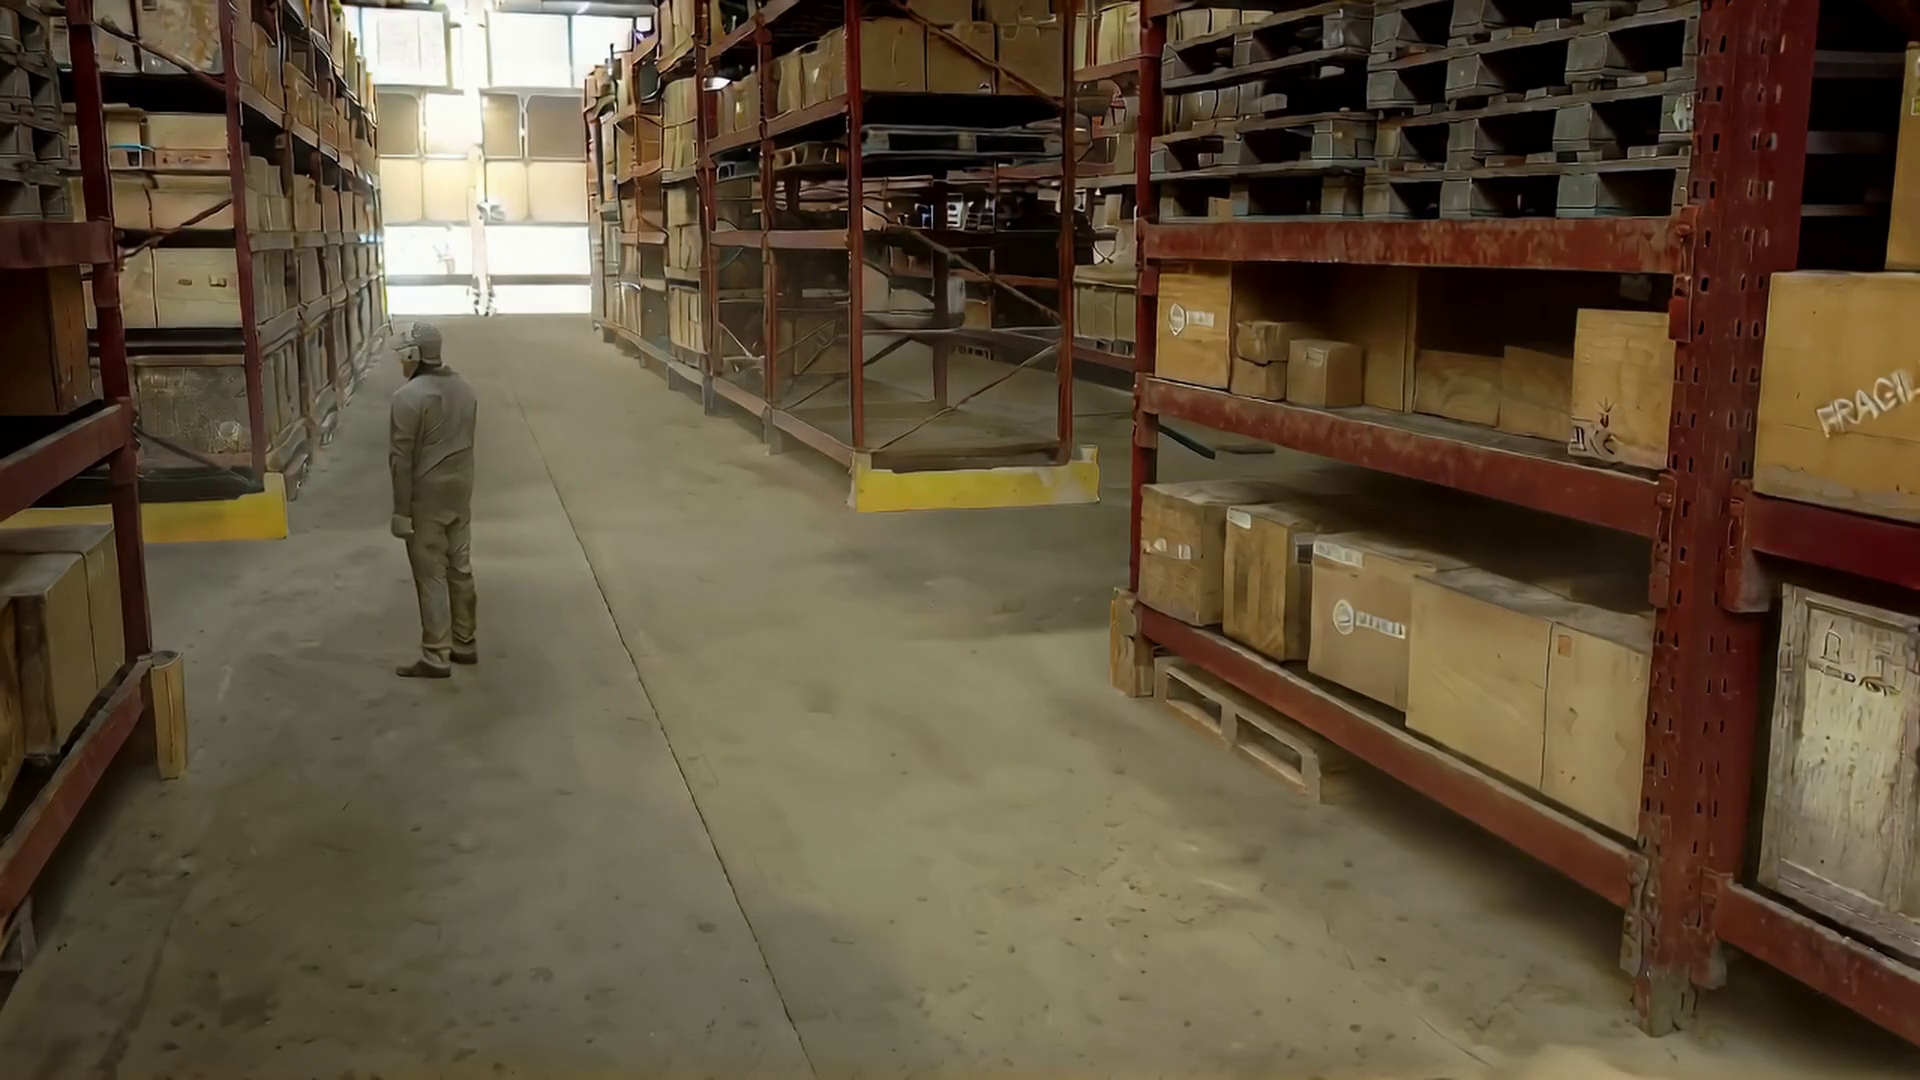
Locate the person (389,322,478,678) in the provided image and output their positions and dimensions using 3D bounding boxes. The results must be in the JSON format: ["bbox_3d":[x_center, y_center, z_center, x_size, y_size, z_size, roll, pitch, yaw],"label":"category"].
[{"bbox_3d":[-2.849,-0.214,8.949,0.399,1.901,0.642,2,11,13],"label":"person"}]

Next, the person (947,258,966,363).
[{"bbox_3d":[-0.162,-4.256,30.897,0.637,1.964,0.746,-3,11,-15],"label":"person"}]

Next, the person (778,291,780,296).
[{"bbox_3d":[-4.379,-5.452,37.971,0.620,1.781,0.948,-7,12,-33],"label":"person"}]
